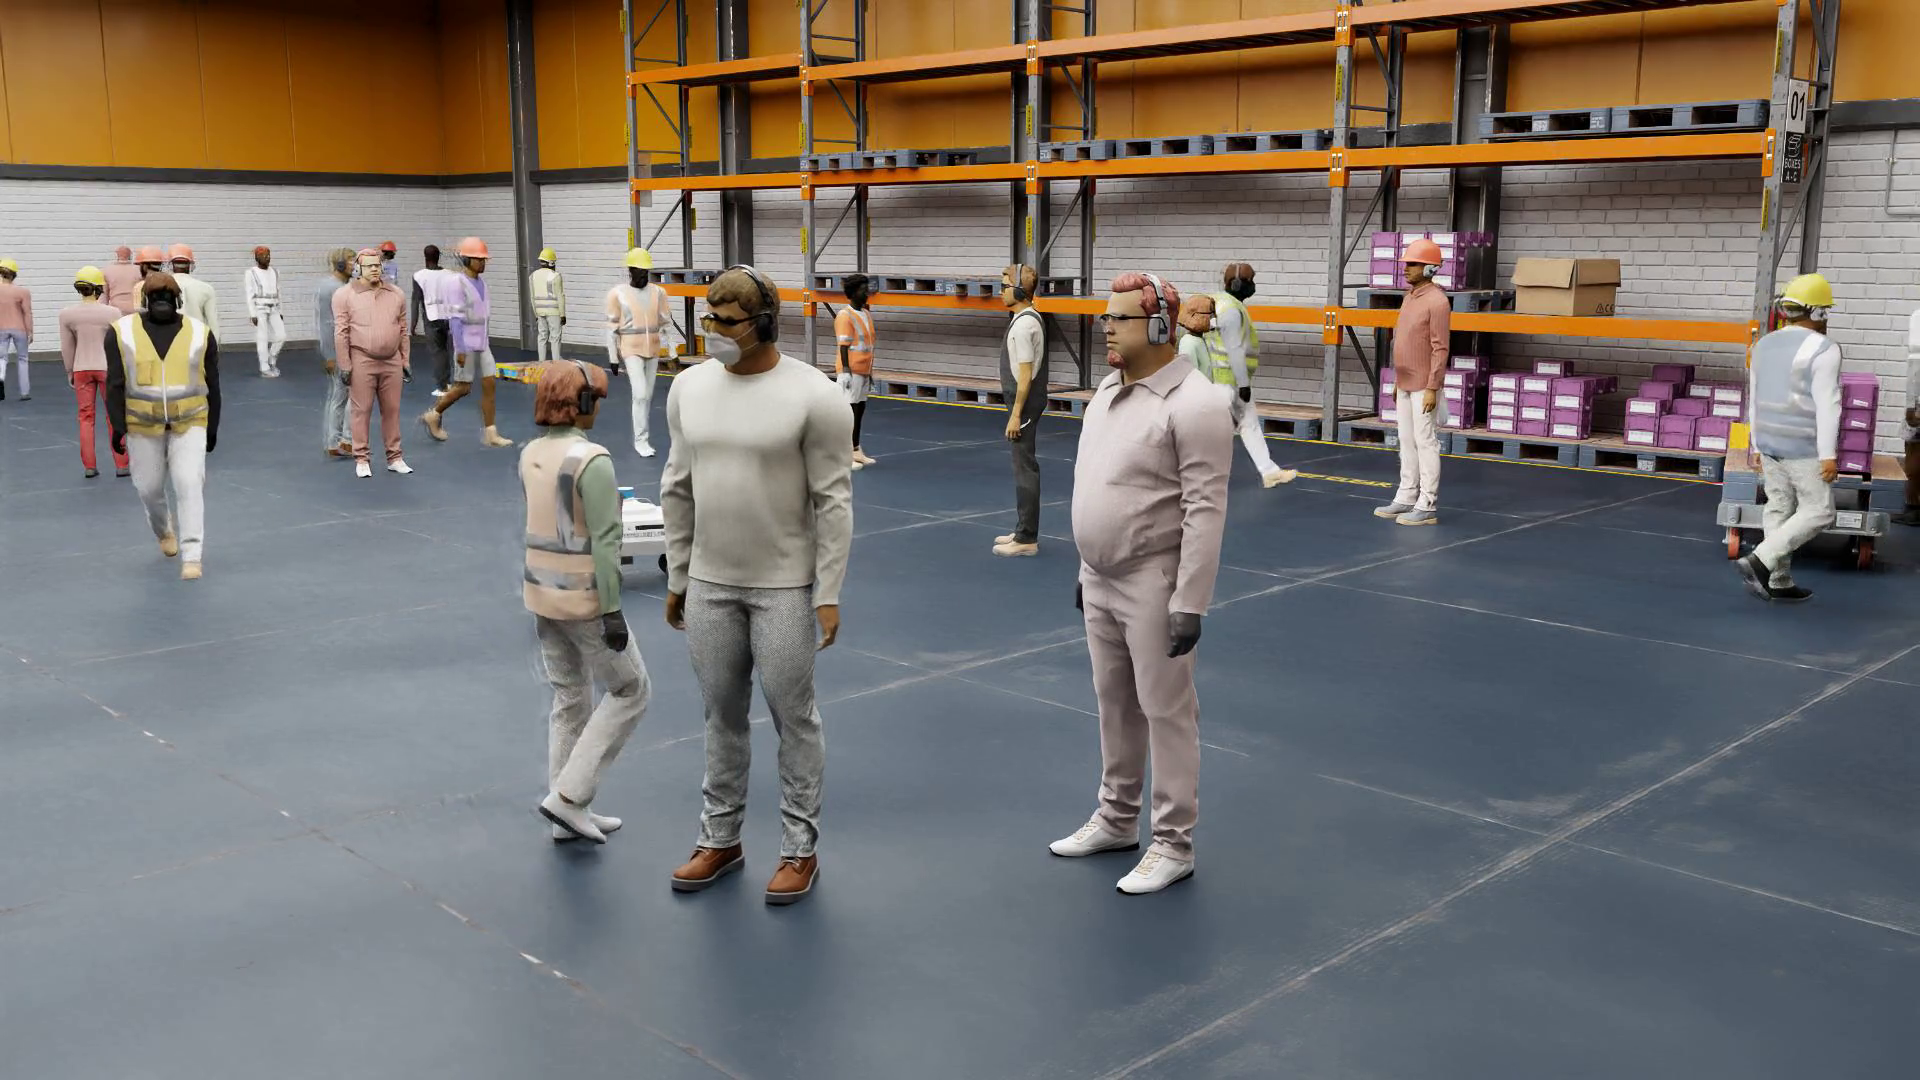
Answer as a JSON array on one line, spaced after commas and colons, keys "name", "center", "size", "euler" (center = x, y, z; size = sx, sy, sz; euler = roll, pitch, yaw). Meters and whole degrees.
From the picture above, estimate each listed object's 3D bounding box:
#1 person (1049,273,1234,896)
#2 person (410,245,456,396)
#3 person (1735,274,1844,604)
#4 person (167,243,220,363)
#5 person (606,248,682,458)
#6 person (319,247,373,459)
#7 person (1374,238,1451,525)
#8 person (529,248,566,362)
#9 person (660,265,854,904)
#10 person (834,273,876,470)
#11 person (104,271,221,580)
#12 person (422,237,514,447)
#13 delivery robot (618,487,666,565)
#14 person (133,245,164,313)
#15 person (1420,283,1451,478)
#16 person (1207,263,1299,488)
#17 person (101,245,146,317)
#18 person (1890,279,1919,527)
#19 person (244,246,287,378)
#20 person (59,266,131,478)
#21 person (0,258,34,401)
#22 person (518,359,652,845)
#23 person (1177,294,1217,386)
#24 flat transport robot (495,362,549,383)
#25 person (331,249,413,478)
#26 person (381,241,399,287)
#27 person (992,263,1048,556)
[{"name": "person", "center": [0.545, 0.134, 5.178], "size": [0.407, 1.910, 0.639], "euler": [-6, 12, -28]}, {"name": "person", "center": [-6.672, -2.770, 21.052], "size": [0.587, 1.900, 0.593], "euler": [9, 14, 41]}, {"name": "person", "center": [4.484, -0.524, 9.003], "size": [0.507, 1.818, 0.613], "euler": [-3, 11, -13]}, {"name": "person", "center": [-7.411, -1.852, 15.923], "size": [0.628, 1.956, 0.967], "euler": [-7, 12, -32]}, {"name": "person", "center": [-2.878, -1.707, 15.246], "size": [0.604, 1.901, 0.757], "euler": [-9, 14, -39]}, {"name": "person", "center": [-5.493, -1.665, 14.960], "size": [0.596, 1.913, 0.651], "euler": [-1, 10, -5]}, {"name": "person", "center": [3.214, -1.107, 11.701], "size": [0.375, 1.997, 0.612], "euler": [-2, 11, -11]}, {"name": "person", "center": [-5.926, -3.292, 24.062], "size": [0.590, 1.833, 0.404], "euler": [6, 12, 28]}, {"name": "person", "center": [-0.626, 0.141, 5.067], "size": [0.627, 1.935, 0.372], "euler": [4, 11, 21]}, {"name": "person", "center": [-0.905, -1.462, 14.456], "size": [0.317, 1.695, 0.540], "euler": [4, 11, 20]}, {"name": "person", "center": [-4.767, -0.703, 9.999], "size": [0.628, 1.816, 0.780], "euler": [-5, 11, -23]}, {"name": "person", "center": [-4.742, -1.881, 15.899], "size": [0.860, 2.017, 0.616], "euler": [3, 11, 18]}, {"name": "delivery robot", "center": [-1.949, -0.067, 9.706], "size": [0.707, 0.478, 0.477], "euler": [-4, 11, -19]}, {"name": "person", "center": [-7.908, -1.942, 16.444], "size": [0.604, 1.924, 0.567], "euler": [2, 11, 13]}, {"name": "person", "center": [3.896, -1.317, 13.855], "size": [0.357, 1.624, 0.498], "euler": [8, 13, 37]}, {"name": "person", "center": [2.257, -1.271, 13.133], "size": [0.931, 1.796, 0.647], "euler": [2, 11, 12]}, {"name": "person", "center": [-12.062, -3.325, 24.101], "size": [0.671, 1.884, 0.781], "euler": [-4, 11, -23]}, {"name": "person", "center": [6.705, -0.988, 11.288], "size": [0.559, 1.911, 0.839], "euler": [-1, 10, -5]}, {"name": "person", "center": [-9.855, -3.234, 23.629], "size": [0.418, 1.870, 0.615], "euler": [5, 12, 27]}, {"name": "person", "center": [-7.213, -1.399, 13.918], "size": [0.524, 1.770, 0.315], "euler": [-1, 10, -6]}, {"name": "person", "center": [-11.528, -2.542, 20.179], "size": [0.530, 1.747, 0.656], "euler": [-3, 11, -16]}, {"name": "person", "center": [-1.246, 0.217, 5.486], "size": [0.368, 1.619, 0.531], "euler": [-9, 14, -41]}, {"name": "person", "center": [1.576, -0.821, 11.131], "size": [0.273, 1.632, 0.507], "euler": [3, 11, 16]}, {"name": "flat transport robot", "center": [-5.979, -2.354, 23.212], "size": [0.652, 0.197, 1.431], "euler": [-7, 13, -35]}, {"name": "person", "center": [-4.925, -1.489, 14.029], "size": [0.643, 1.908, 0.408], "euler": [-10, 14, -42]}, {"name": "person", "center": [-10.089, -4.307, 29.364], "size": [0.545, 1.925, 0.448], "euler": [7, 13, 34]}, {"name": "person", "center": [0.380, -0.819, 10.544], "size": [0.345, 1.846, 0.508], "euler": [1, 10, 6]}]
